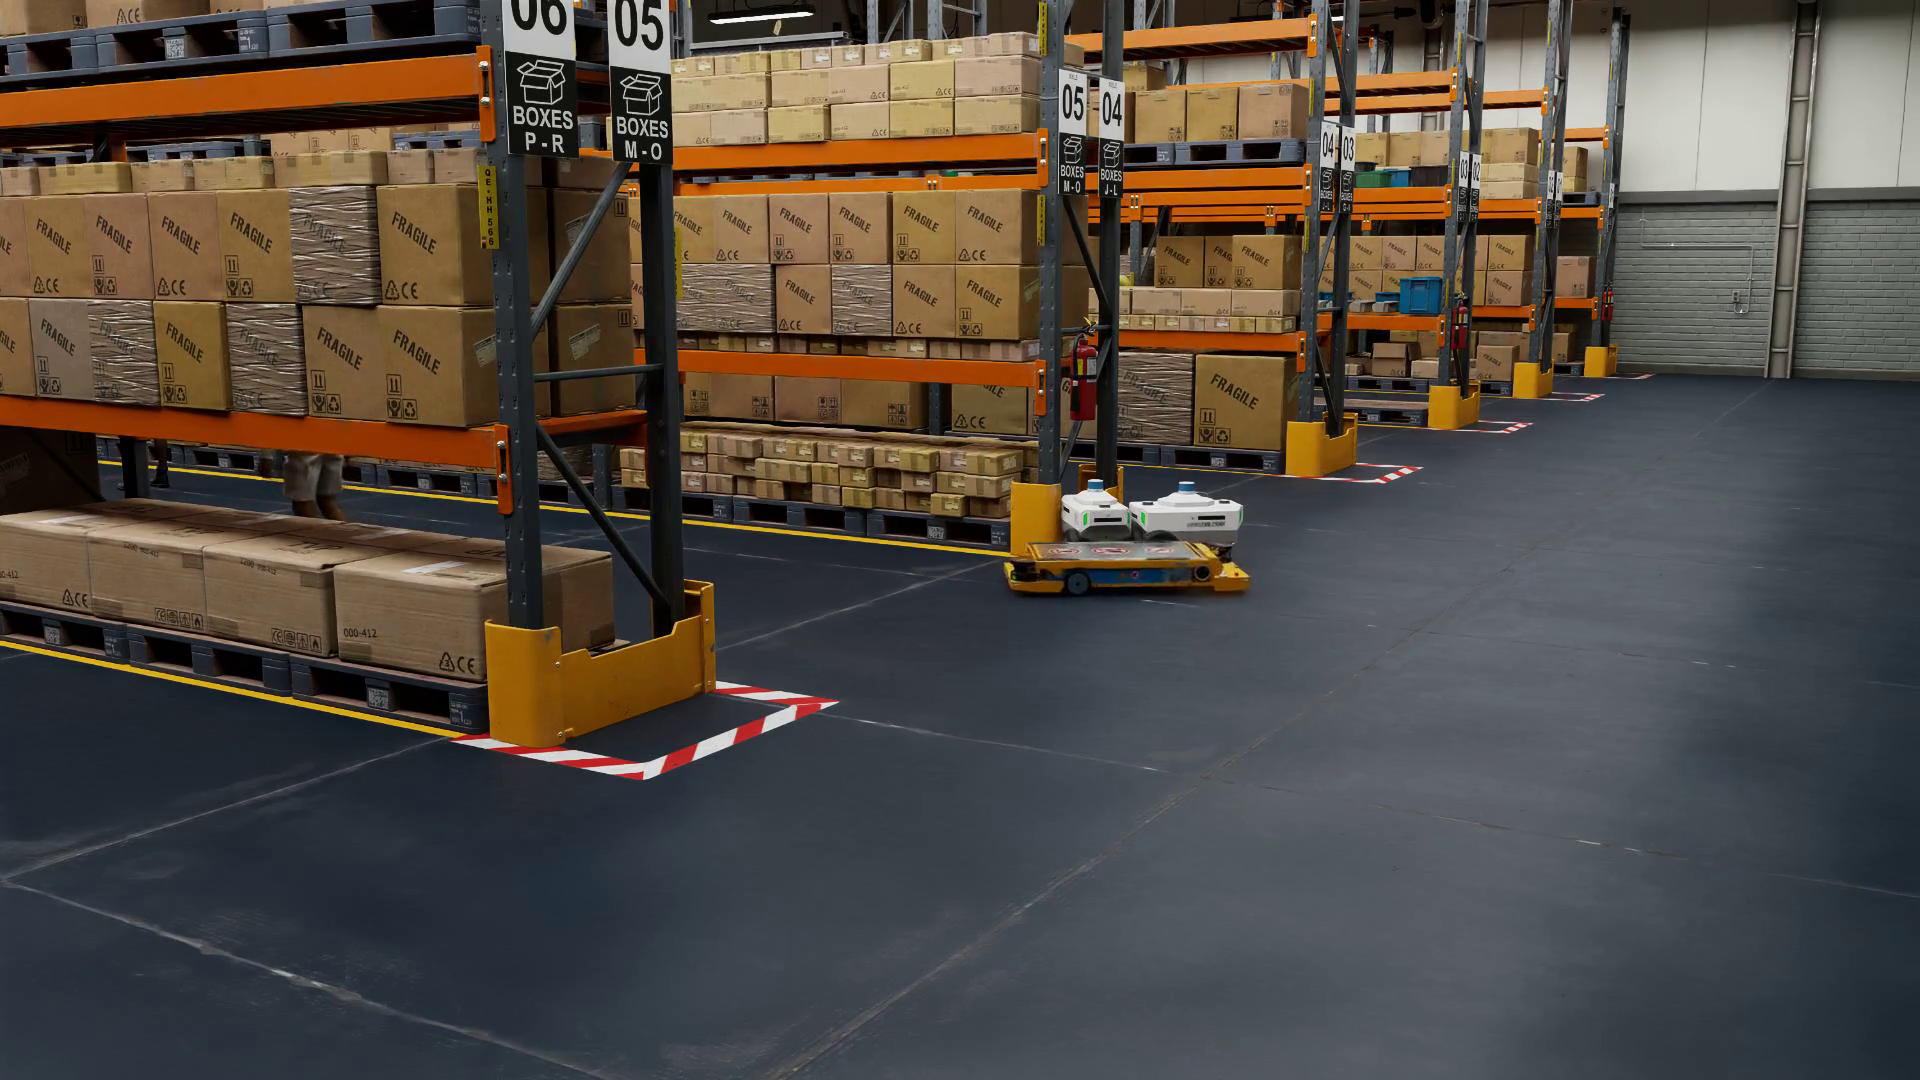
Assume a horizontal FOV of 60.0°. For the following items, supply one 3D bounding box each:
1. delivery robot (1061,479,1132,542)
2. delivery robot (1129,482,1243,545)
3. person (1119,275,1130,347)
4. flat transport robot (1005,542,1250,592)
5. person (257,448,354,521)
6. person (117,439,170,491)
[{"bbox_3d":[0.890,-0.157,10.971,0.477,0.478,0.707,-1,10,-9],"label":"delivery robot"},{"bbox_3d":[1.477,-0.139,10.865,0.707,0.478,0.477,-1,10,-9],"label":"delivery robot"},{"bbox_3d":[1.733,-1.996,18.376,0.439,1.830,0.604,9,13,41],"label":"person"},{"bbox_3d":[1.009,0.158,10.235,1.431,0.197,0.652,0,10,-2],"label":"flat transport robot"},{"bbox_3d":[-3.791,-0.570,9.658,0.402,1.924,0.590,4,10,20],"label":"person"},{"bbox_3d":[-7.152,-1.388,14.412,0.358,1.938,0.542,6,12,33],"label":"person"}]
